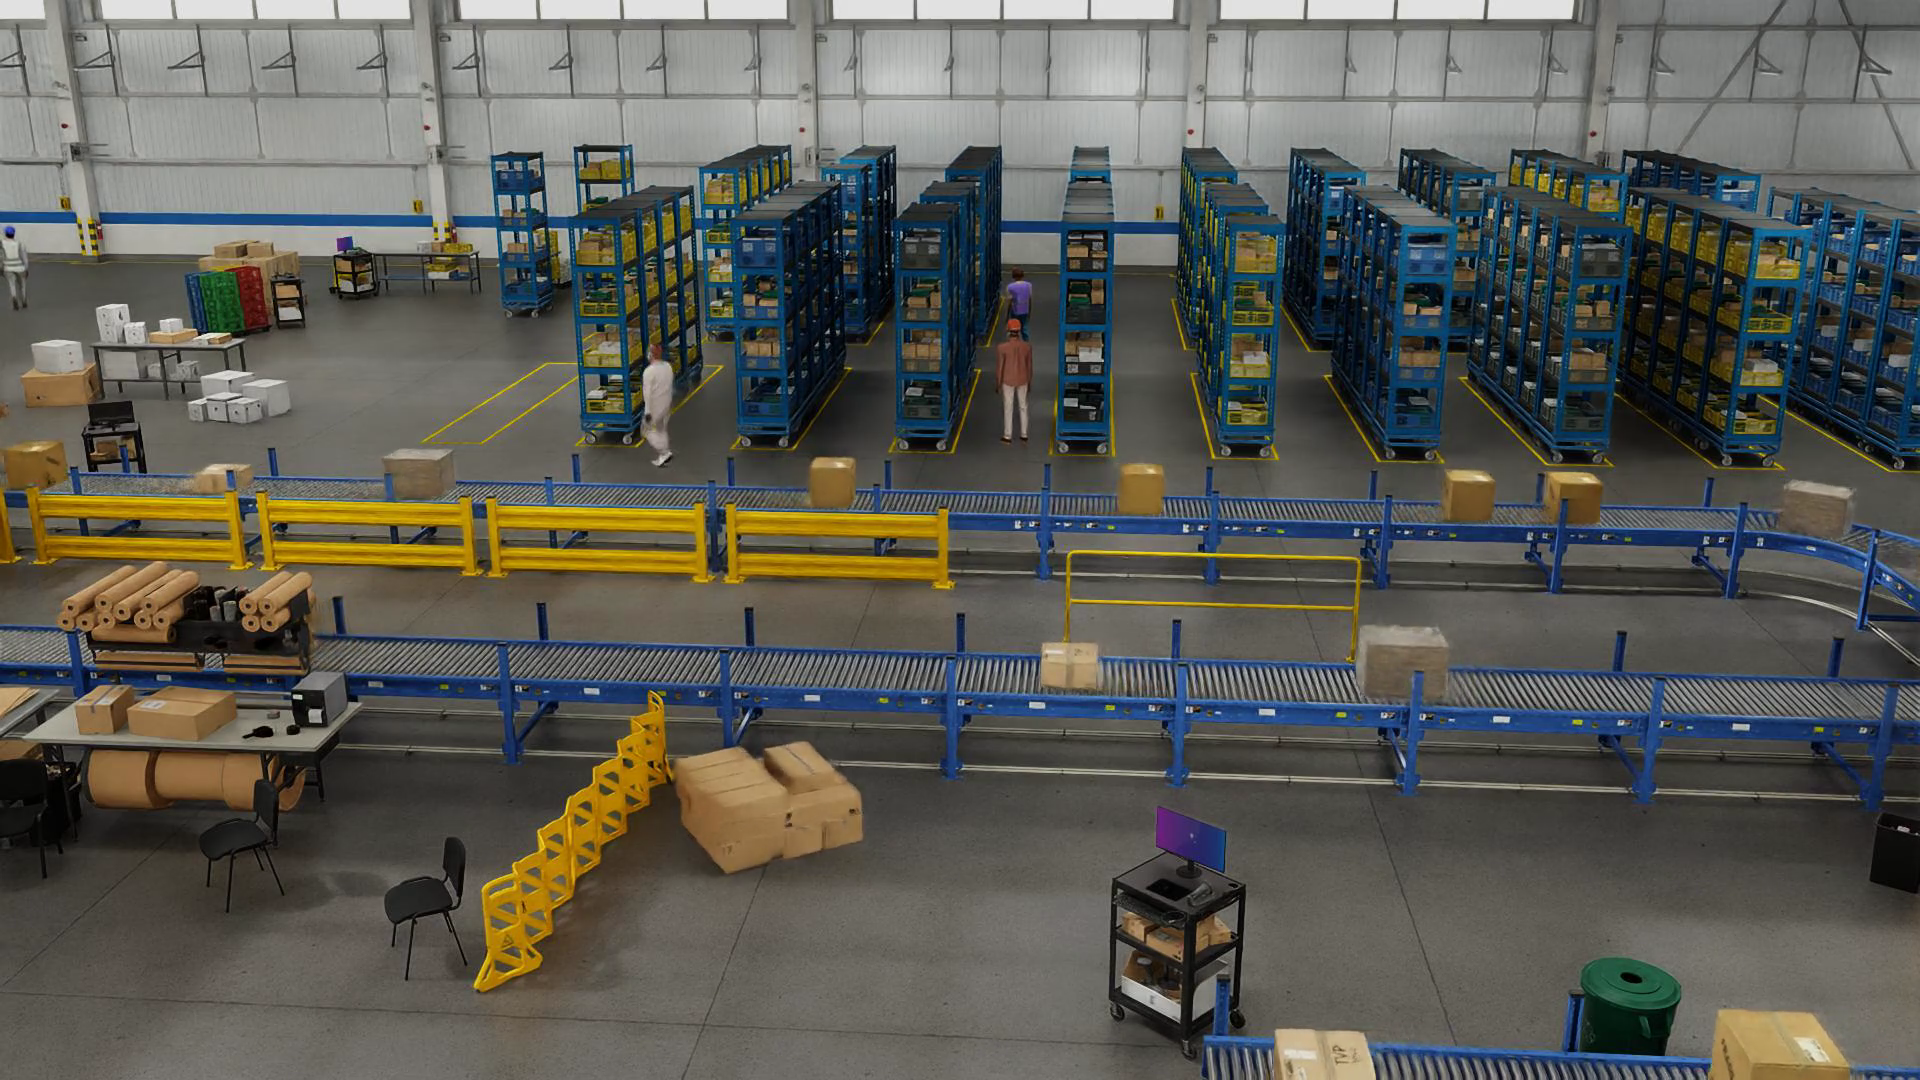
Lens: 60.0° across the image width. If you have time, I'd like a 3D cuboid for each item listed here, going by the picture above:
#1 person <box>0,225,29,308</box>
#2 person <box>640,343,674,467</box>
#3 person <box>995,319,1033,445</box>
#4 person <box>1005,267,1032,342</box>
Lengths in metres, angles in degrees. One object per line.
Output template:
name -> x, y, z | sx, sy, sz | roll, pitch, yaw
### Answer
person -> -21.747, -6.257, 38.257 | 0.619, 1.925, 0.657 | -9, 20, -27
person -> -4.525, -1.993, 24.788 | 0.433, 1.888, 0.665 | 8, 19, 24
person -> 0.848, -2.493, 26.205 | 0.611, 1.996, 0.387 | -5, 18, -16
person -> 1.155, -4.406, 32.534 | 0.563, 1.838, 0.390 | -10, 20, -28
